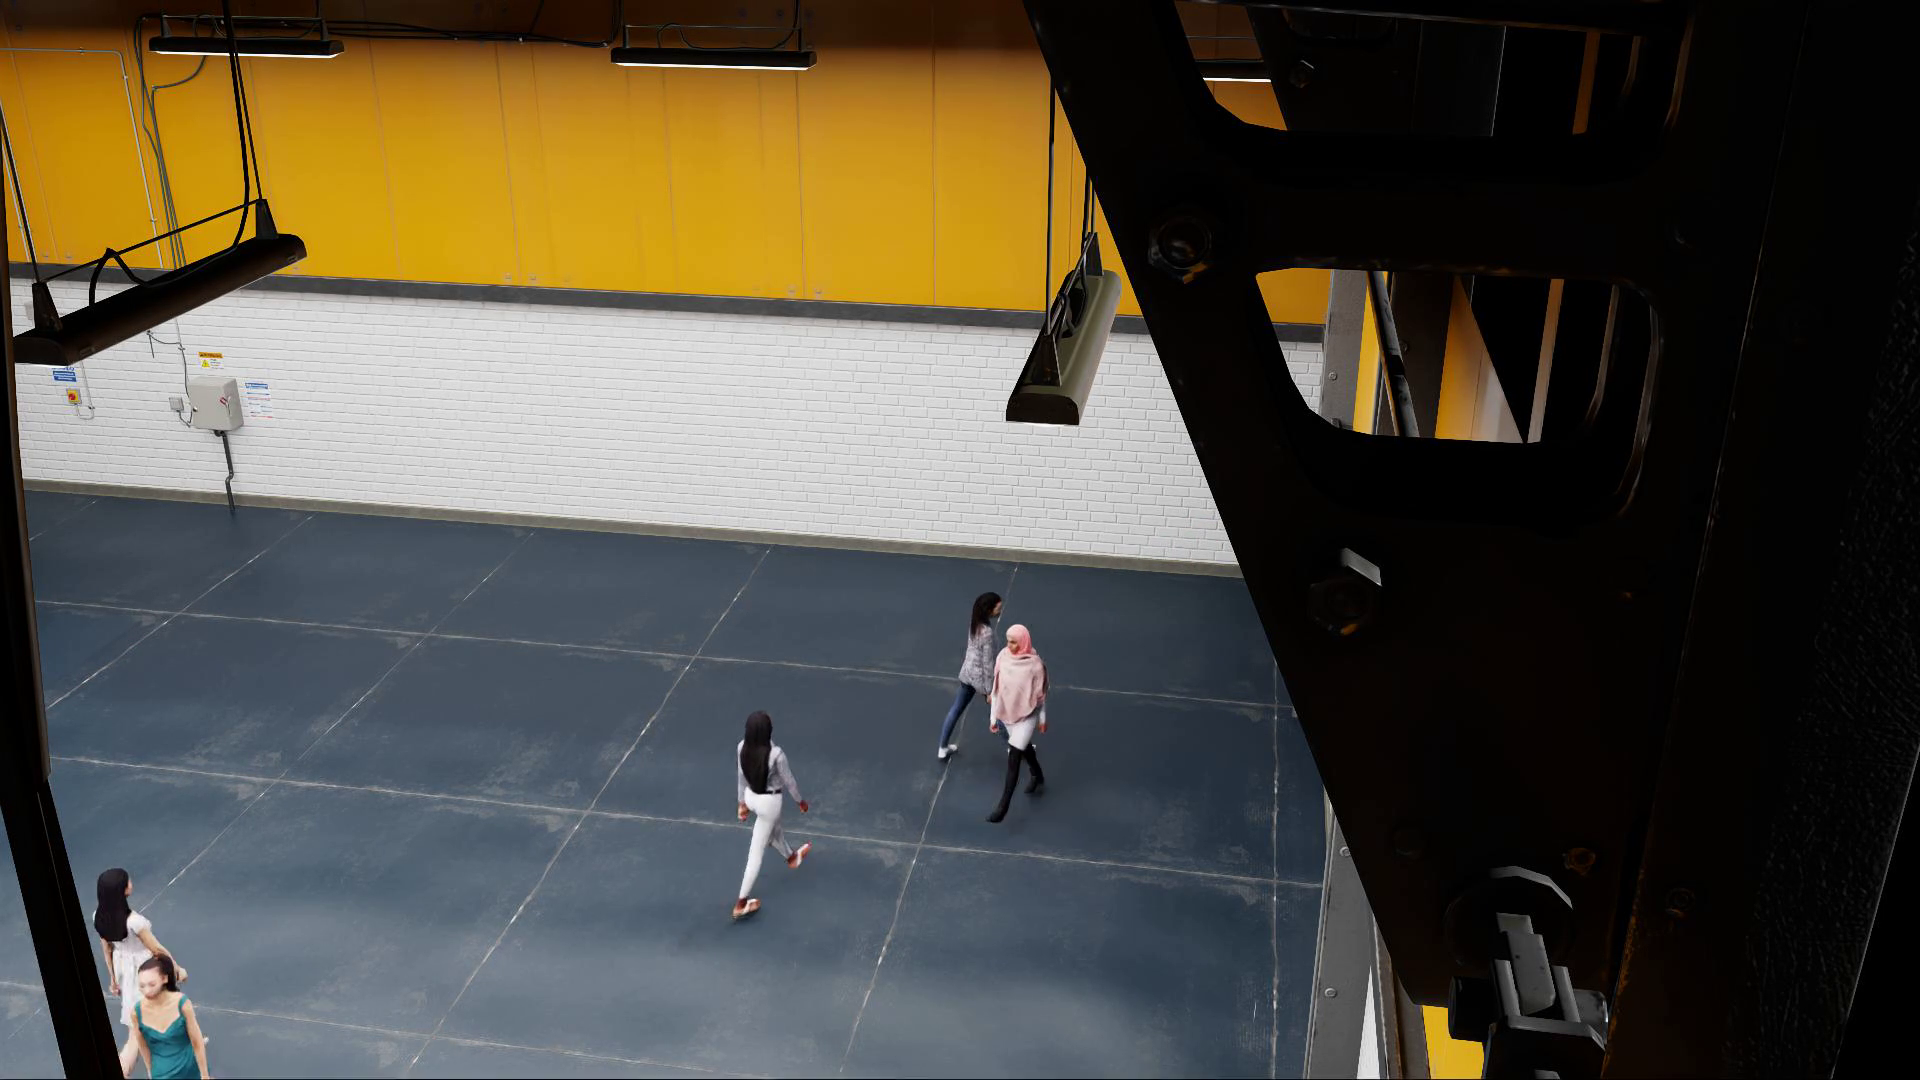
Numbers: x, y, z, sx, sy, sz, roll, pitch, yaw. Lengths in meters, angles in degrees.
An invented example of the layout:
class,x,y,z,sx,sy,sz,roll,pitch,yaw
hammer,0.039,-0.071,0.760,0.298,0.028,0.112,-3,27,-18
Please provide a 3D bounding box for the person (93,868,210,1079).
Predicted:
class,x,y,z,sx,sy,sz,roll,pitch,yaw
person,-5.540,3.036,11.121,0.817,1.727,1.217,10,26,22

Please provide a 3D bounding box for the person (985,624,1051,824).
class,x,y,z,sx,sy,sz,roll,pitch,yaw
person,0.550,1.545,14.535,0.973,1.724,1.300,15,28,31

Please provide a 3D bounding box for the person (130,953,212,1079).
class,x,y,z,sx,sy,sz,roll,pitch,yaw
person,-4.926,3.330,10.561,0.848,1.637,1.099,-6,24,-13

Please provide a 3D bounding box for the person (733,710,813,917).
class,x,y,z,sx,sy,sz,roll,pitch,yaw
person,-1.605,2.188,13.147,1.003,1.659,1.301,18,29,35

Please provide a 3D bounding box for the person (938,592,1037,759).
class,x,y,z,sx,sy,sz,roll,pitch,yaw
person,0.116,1.291,15.168,1.103,1.682,1.172,-11,26,-23
